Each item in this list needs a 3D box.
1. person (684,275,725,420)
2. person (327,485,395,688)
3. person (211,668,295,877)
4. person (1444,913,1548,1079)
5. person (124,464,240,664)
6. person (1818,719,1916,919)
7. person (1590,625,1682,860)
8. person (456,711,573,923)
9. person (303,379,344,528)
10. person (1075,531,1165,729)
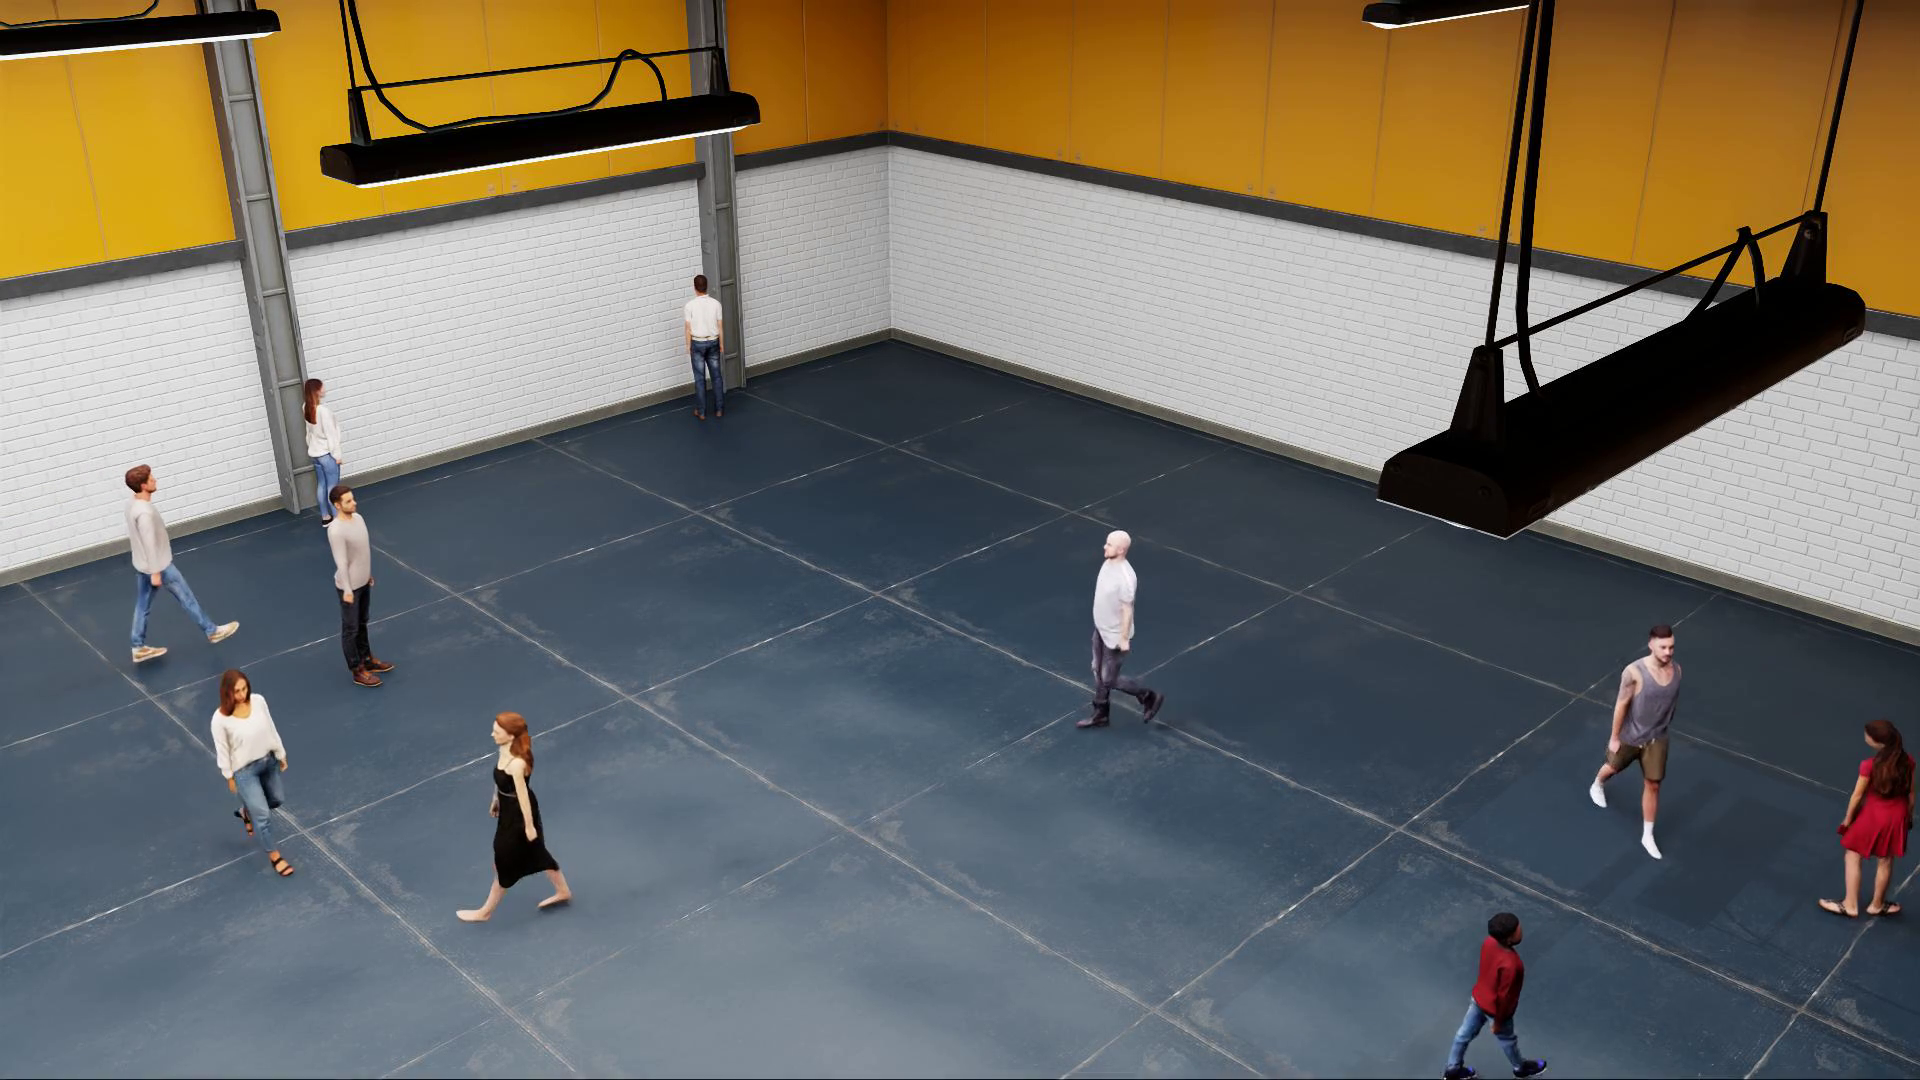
[{"bbox_3d":[-3.262,-2.480,21.310,0.628,1.851,0.785,-10,26,-22],"label":"person"},{"bbox_3d":[-5.384,0.377,14.752,0.806,1.868,0.723,2,24,5],"label":"person"},{"bbox_3d":[-5.189,1.643,12.112,0.807,1.663,0.906,13,27,27],"label":"person"},{"bbox_3d":[3.154,2.794,10.028,0.930,1.222,0.789,-5,24,-11],"label":"person"},{"bbox_3d":[-7.373,0.262,15.039,1.190,1.850,0.771,-18,30,-36],"label":"person"},{"bbox_3d":[6.466,1.948,11.584,0.834,1.526,0.882,6,24,14],"label":"person"},{"bbox_3d":[5.147,1.435,12.677,1.196,1.806,1.209,-2,24,-4],"label":"person"},{"bbox_3d":[-2.969,1.916,11.580,1.113,1.589,0.866,-9,25,-20],"label":"person"},{"bbox_3d":[-6.857,-0.930,17.960,0.643,1.693,0.567,18,29,35],"label":"person"},{"bbox_3d":[1.364,0.770,13.920,1.098,1.814,0.972,-4,24,-10],"label":"person"}]
